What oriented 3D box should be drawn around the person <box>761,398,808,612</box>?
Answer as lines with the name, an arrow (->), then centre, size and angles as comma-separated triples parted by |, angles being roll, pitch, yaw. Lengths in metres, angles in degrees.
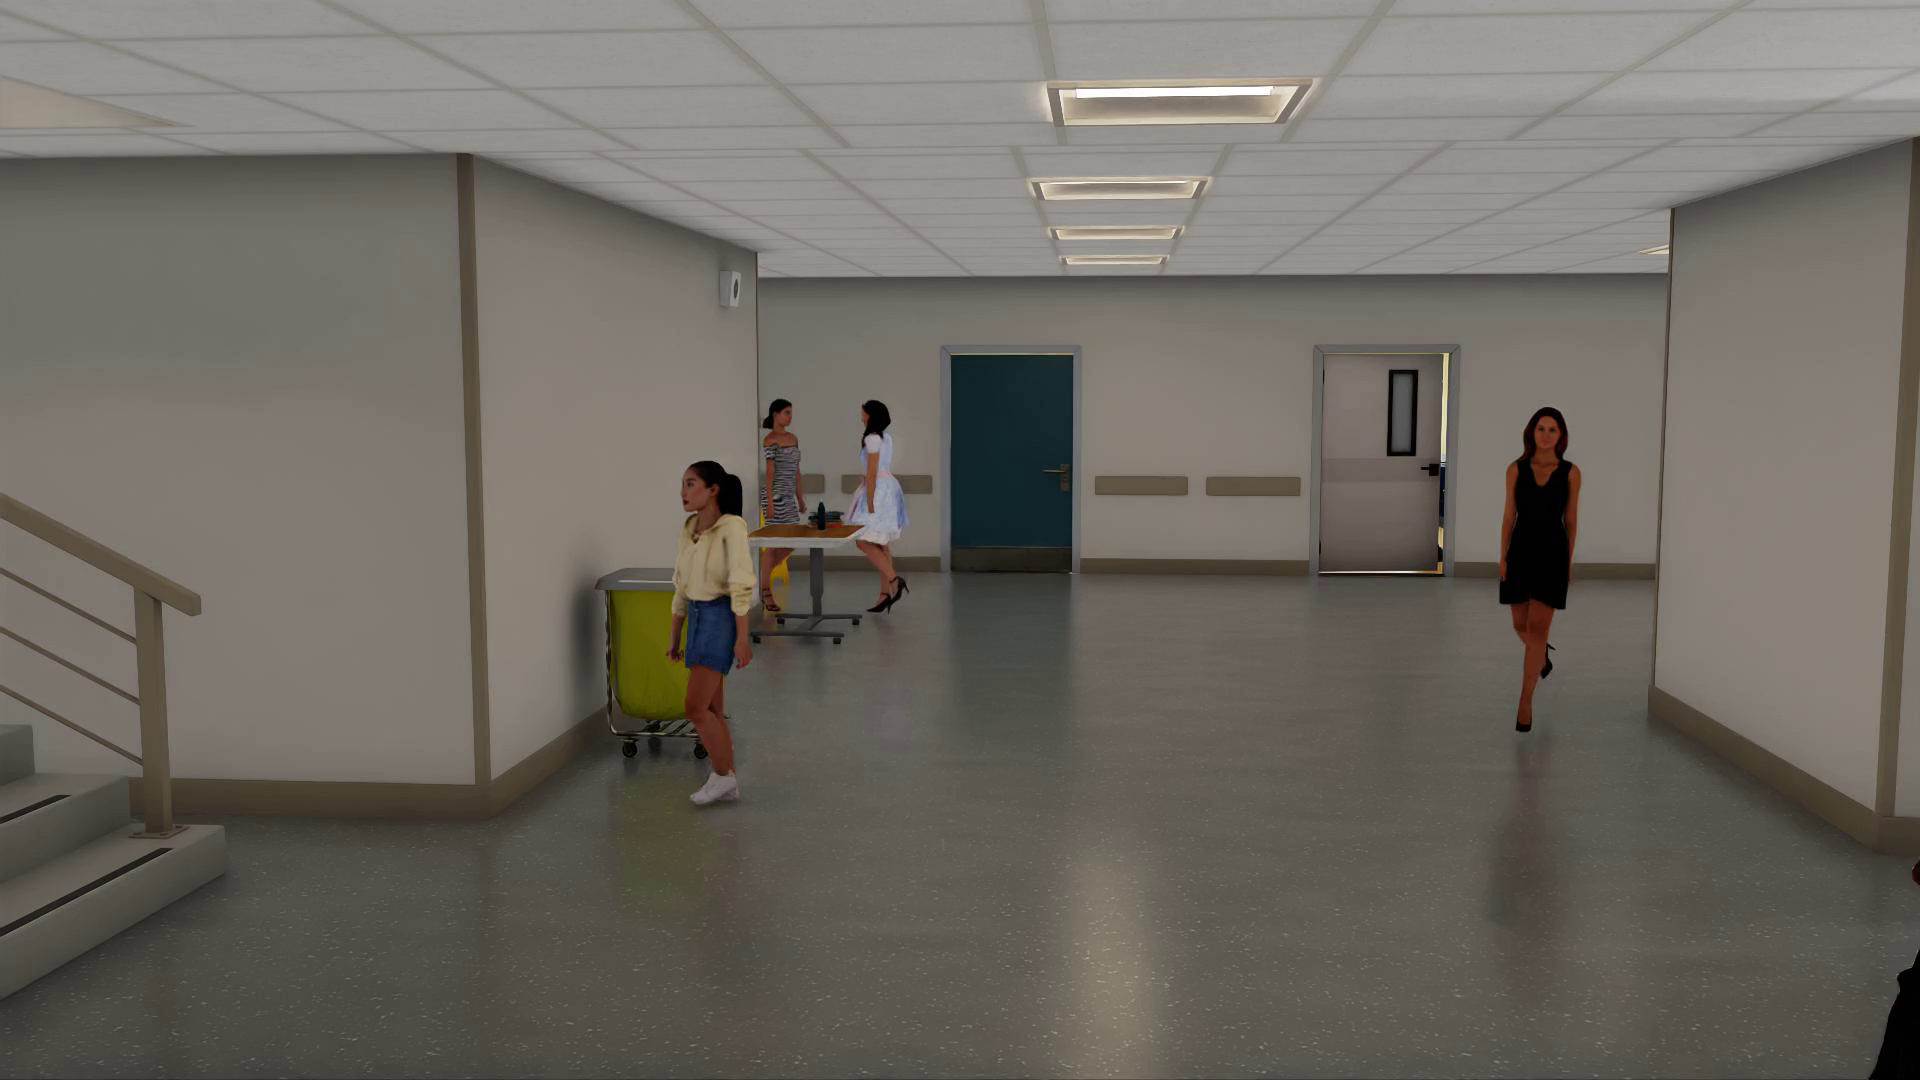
person -> -1.579, -0.293, 14.183 | 0.854, 1.800, 0.758 | 3, 7, 30

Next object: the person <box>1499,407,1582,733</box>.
person -> 3.304, 0.175, 9.481 | 1.069, 1.810, 0.870 | 3, 6, 24

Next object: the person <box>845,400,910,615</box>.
person -> -0.595, -0.267, 13.955 | 0.879, 1.793, 0.784 | 2, 6, 21

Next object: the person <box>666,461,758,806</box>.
person -> -1.091, 0.440, 7.794 | 0.823, 1.620, 0.757 | -5, 8, -42
